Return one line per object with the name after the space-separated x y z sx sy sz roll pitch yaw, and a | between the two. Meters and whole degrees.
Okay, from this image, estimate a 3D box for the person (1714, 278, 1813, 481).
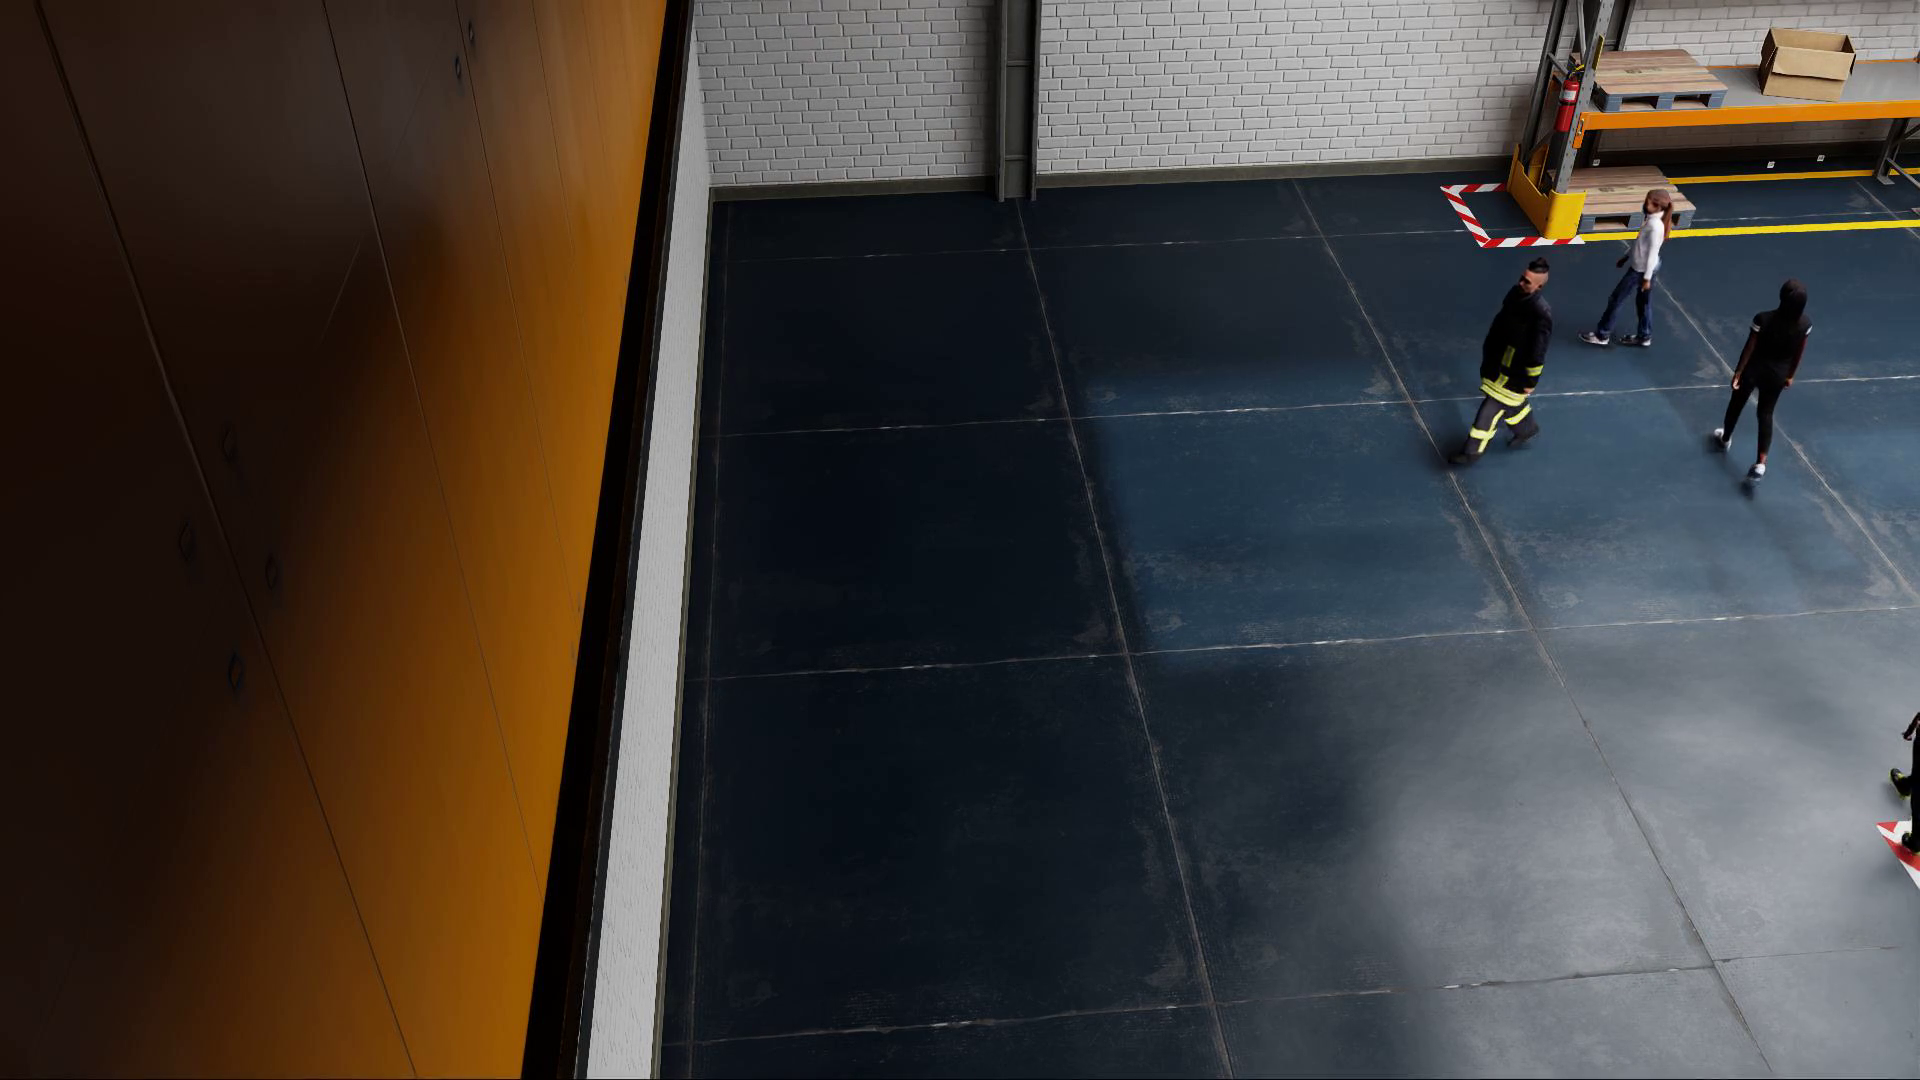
6.398 -1.260 13.188 1.103 1.702 0.867 7 39 8 | person

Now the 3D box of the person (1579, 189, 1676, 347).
6.130 -2.373 14.719 0.927 1.530 0.750 14 41 17 | person

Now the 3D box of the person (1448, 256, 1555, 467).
4.486 -1.427 13.287 1.138 1.840 0.843 -8 39 -10 | person

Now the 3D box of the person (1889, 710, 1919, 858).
6.045 1.268 10.172 1.008 1.515 0.758 5 39 6 | person
